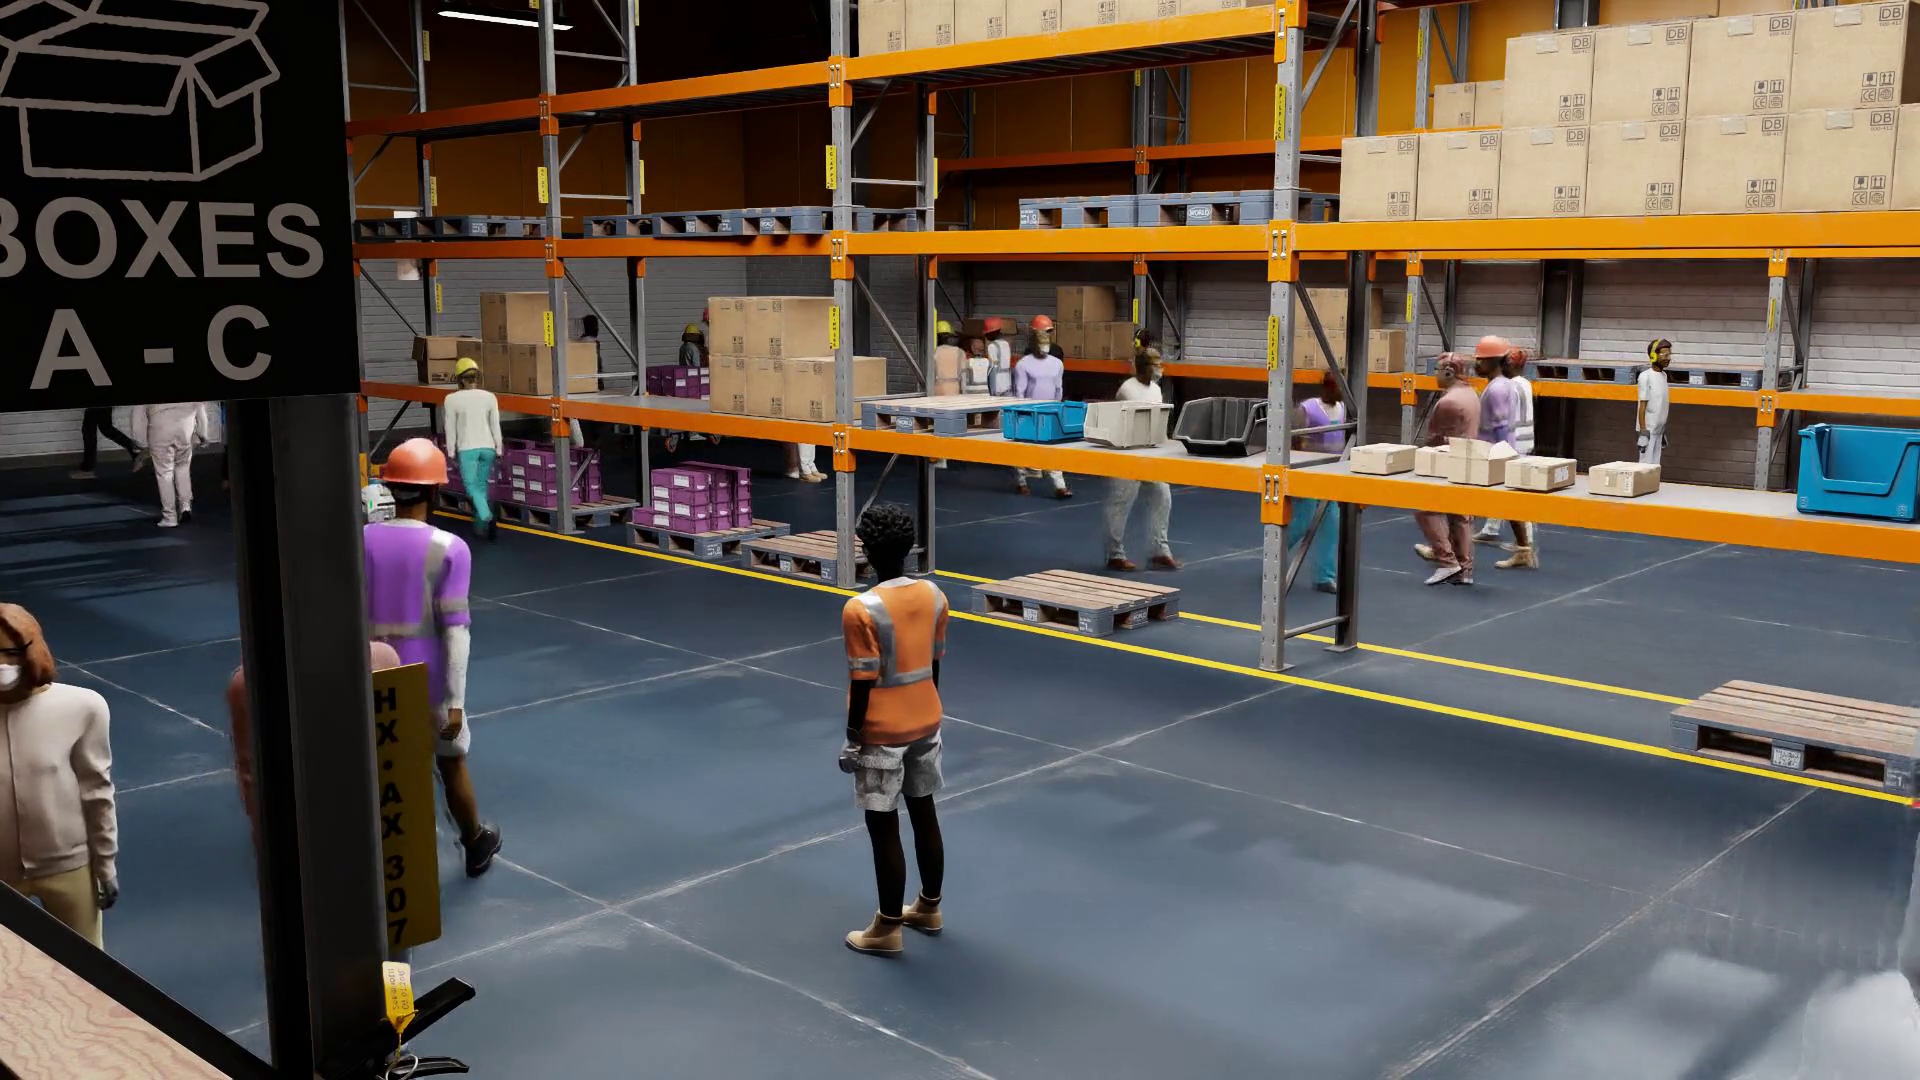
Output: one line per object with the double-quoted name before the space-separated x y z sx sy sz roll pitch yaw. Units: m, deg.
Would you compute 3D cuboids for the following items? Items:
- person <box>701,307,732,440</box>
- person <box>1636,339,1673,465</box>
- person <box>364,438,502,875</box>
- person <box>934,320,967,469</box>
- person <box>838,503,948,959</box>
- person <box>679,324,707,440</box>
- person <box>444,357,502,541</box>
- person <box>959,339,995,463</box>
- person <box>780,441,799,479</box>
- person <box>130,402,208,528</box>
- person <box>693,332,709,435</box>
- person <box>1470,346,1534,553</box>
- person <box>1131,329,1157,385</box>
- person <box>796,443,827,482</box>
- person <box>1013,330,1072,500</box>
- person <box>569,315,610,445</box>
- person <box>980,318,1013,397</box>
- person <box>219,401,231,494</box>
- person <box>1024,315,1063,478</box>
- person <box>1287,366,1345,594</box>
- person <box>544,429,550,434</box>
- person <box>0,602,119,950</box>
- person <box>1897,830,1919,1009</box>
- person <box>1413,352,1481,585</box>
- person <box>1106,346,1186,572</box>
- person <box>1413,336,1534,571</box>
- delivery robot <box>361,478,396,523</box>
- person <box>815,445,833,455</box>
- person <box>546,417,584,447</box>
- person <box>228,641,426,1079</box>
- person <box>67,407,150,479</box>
"person" -3.629 -2.486 24.894 0.545 1.997 0.663 3 10 20
"person" 6.892 -1.056 16.518 0.316 1.867 0.532 9 13 44
"person" -2.175 0.539 6.681 0.561 1.885 0.989 1 9 4
"person" -0.190 -1.839 21.222 0.586 1.907 0.525 -4 10 -24
"person" -0.253 0.705 6.228 0.317 1.698 0.540 7 12 37
"person" -4.022 -2.367 24.939 0.320 1.740 0.492 -7 12 -38
"person" -4.529 -0.844 15.630 0.536 1.737 0.735 -8 12 -40
"person" 0.224 -1.843 22.042 0.525 1.639 0.307 -4 10 -25
"person" -2.012 -1.708 20.397 0.403 1.906 0.651 -4 10 -25
"person" -7.835 -1.053 16.456 0.719 1.881 0.443 -9 13 -44
"person" -4.002 -2.396 25.524 0.484 1.617 0.598 3 10 18
"person" 4.902 -0.823 15.095 0.778 1.856 0.598 5 11 29
"person" 2.294 -1.699 20.624 0.541 1.827 0.977 -8 12 -40
"person" -1.809 -1.623 20.076 0.429 1.844 0.627 2 9 10
"person" 0.898 -1.393 18.546 0.646 1.883 0.995 -4 10 -22
"person" -5.404 -2.308 24.099 0.541 1.906 0.602 -7 12 -37
"person" 0.452 -2.127 23.026 0.959 1.874 0.599 7 11 35
"person" -8.266 -1.369 19.094 0.538 1.653 0.868 0 9 2
"person" 1.009 -1.766 20.470 0.622 1.997 0.371 -8 12 -39
"person" 2.829 -0.497 13.283 0.607 1.804 0.759 -5 10 -27
"person" -6.322 -2.603 25.875 0.410 1.912 0.643 -1 9 -6
"person" -2.701 0.974 4.815 0.492 1.626 0.284 -5 10 -26
"person" 2.259 1.001 3.754 0.575 1.918 0.626 5 10 28
"person" 3.939 -0.561 13.411 0.448 1.893 0.641 7 11 36
"person" 1.570 -0.652 13.924 0.792 1.911 0.654 8 12 39
"person" 4.444 -0.733 14.156 1.026 1.987 0.629 4 10 26
"delivery robot" -5.593 -0.354 15.939 0.477 0.478 0.707 -7 11 -35
"person" -1.978 -2.113 22.838 0.563 1.918 0.466 -6 11 -31
"person" -4.814 -1.498 20.076 0.870 1.587 0.494 3 10 20
"person" -1.882 0.881 5.007 0.534 1.738 0.502 -6 11 -35
"person" -10.512 -1.741 20.399 0.852 1.970 0.633 -2 10 -13
